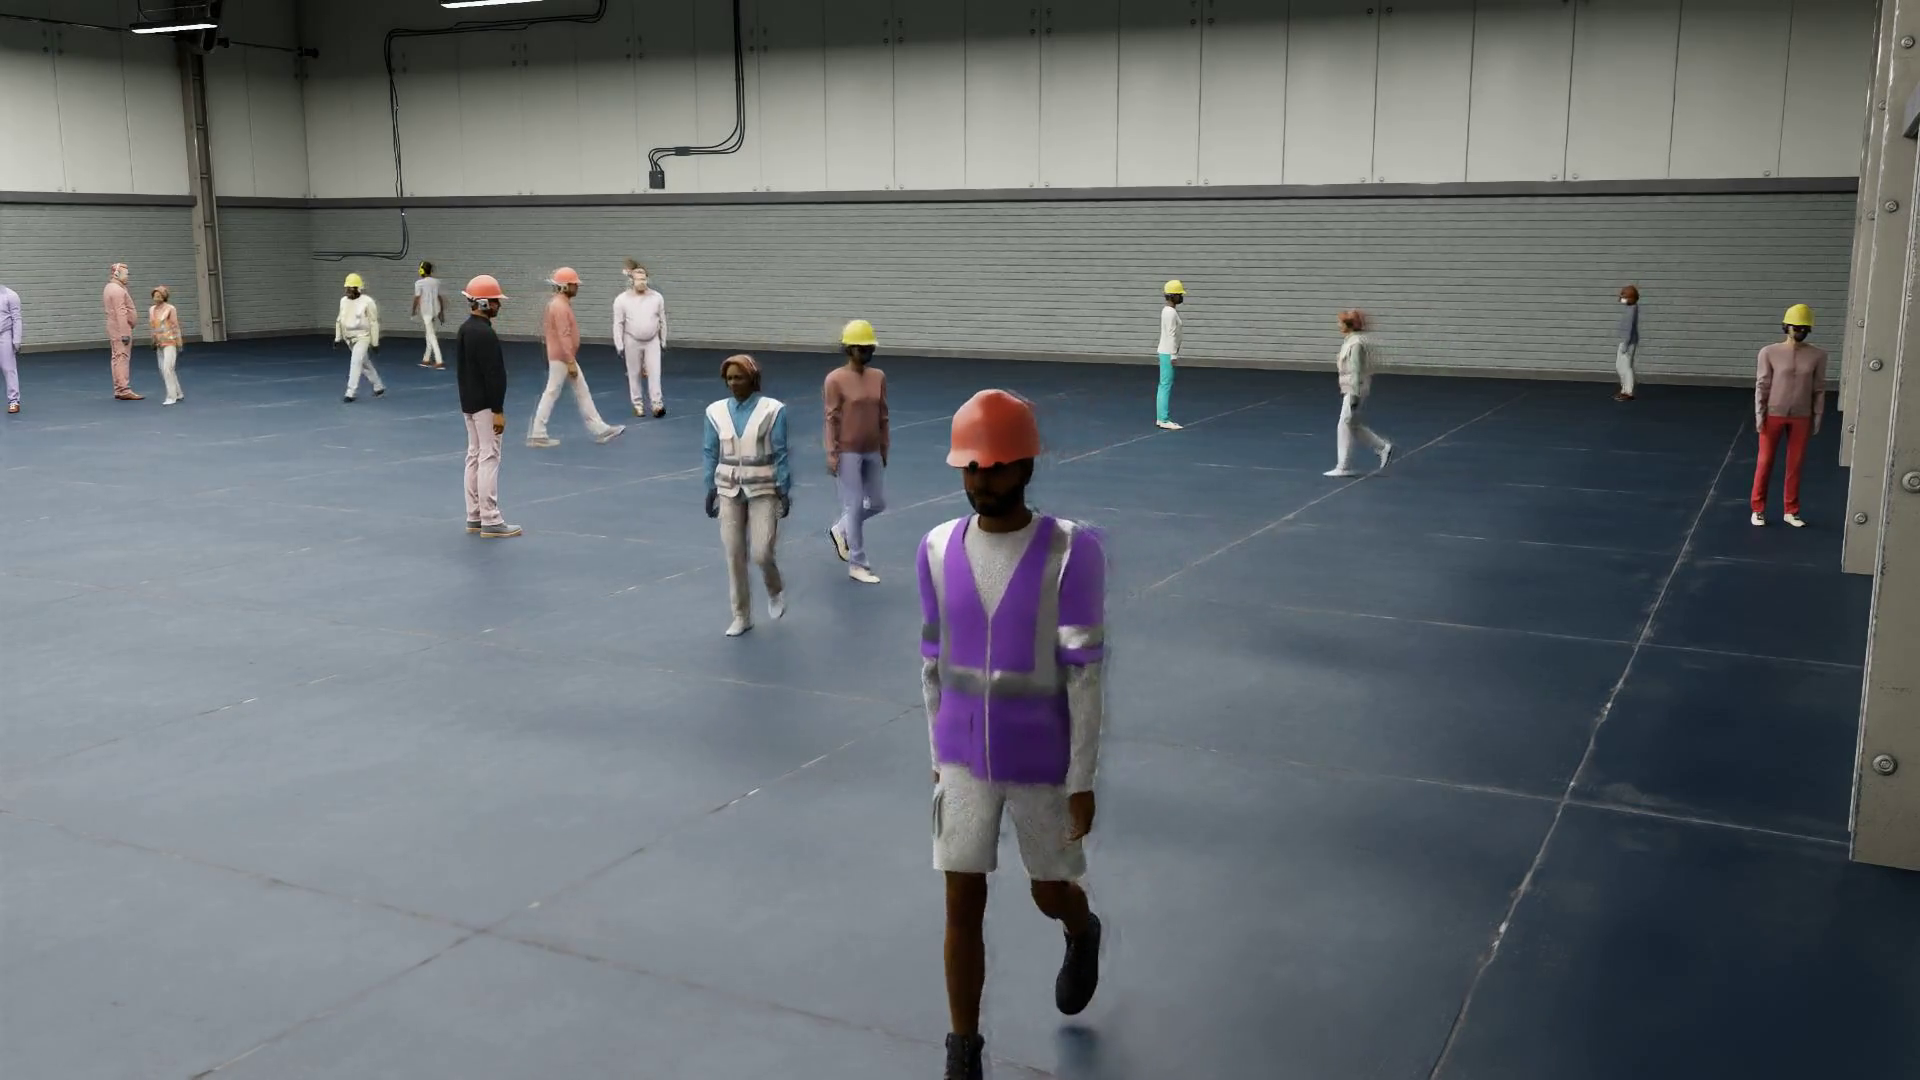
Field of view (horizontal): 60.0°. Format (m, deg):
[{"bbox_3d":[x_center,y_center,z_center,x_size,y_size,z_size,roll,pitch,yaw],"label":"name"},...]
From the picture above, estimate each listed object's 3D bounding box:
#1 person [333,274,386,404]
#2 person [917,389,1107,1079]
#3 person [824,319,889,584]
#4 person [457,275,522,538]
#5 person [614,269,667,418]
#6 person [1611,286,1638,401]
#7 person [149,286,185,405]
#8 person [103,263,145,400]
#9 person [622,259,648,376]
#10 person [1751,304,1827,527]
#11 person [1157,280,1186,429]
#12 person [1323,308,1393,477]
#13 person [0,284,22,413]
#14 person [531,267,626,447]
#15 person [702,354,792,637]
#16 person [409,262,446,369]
[{"bbox_3d":[-8.301,-2.790,22.998,0.579,1.787,0.955,6,12,29],"label":"person"},{"bbox_3d":[0.149,0.540,4.468,0.548,1.917,0.850,4,11,21],"label":"person"},{"bbox_3d":[-0.721,-0.601,11.126,0.531,1.750,0.560,-9,14,-42],"label":"person"},{"bbox_3d":[-3.624,-1.020,12.733,0.396,1.992,0.622,-7,13,-35],"label":"person"},{"bbox_3d":[-3.971,-2.443,20.824,0.676,1.862,0.965,-4,11,-19],"label":"person"},{"bbox_3d":[9.252,-2.720,23.051,0.347,1.609,0.541,2,11,9],"label":"person"},{"bbox_3d":[-10.799,-2.656,22.722,0.599,1.608,0.477,7,12,33],"label":"person"},{"bbox_3d":[-11.738,-2.914,23.325,0.400,1.902,0.643,-7,13,-35],"label":"person"},{"bbox_3d":[-5.297,-3.614,27.113,0.699,1.910,0.704,-6,12,-30],"label":"person"},{"bbox_3d":[6.532,-0.971,13.112,0.526,1.766,0.334,1,10,7],"label":"person"},{"bbox_3d":[2.516,-2.207,19.827,0.321,1.769,0.523,0,10,1],"label":"person"},{"bbox_3d":[3.824,-1.402,15.849,0.596,1.616,0.546,1,10,6],"label":"person"},{"bbox_3d":[-12.475,-2.579,21.493,0.639,1.902,0.407,-1,10,-7],"label":"person"},{"bbox_3d":[-4.208,-1.972,18.052,1.041,1.938,0.650,-1,10,-8],"label":"person"},{"bbox_3d":[-1.225,-0.258,9.577,0.532,1.623,0.403,2,11,13],"label":"person"},{"bbox_3d":[-9.255,-3.875,28.729,0.879,1.832,0.531,6,12,30],"label":"person"}]
